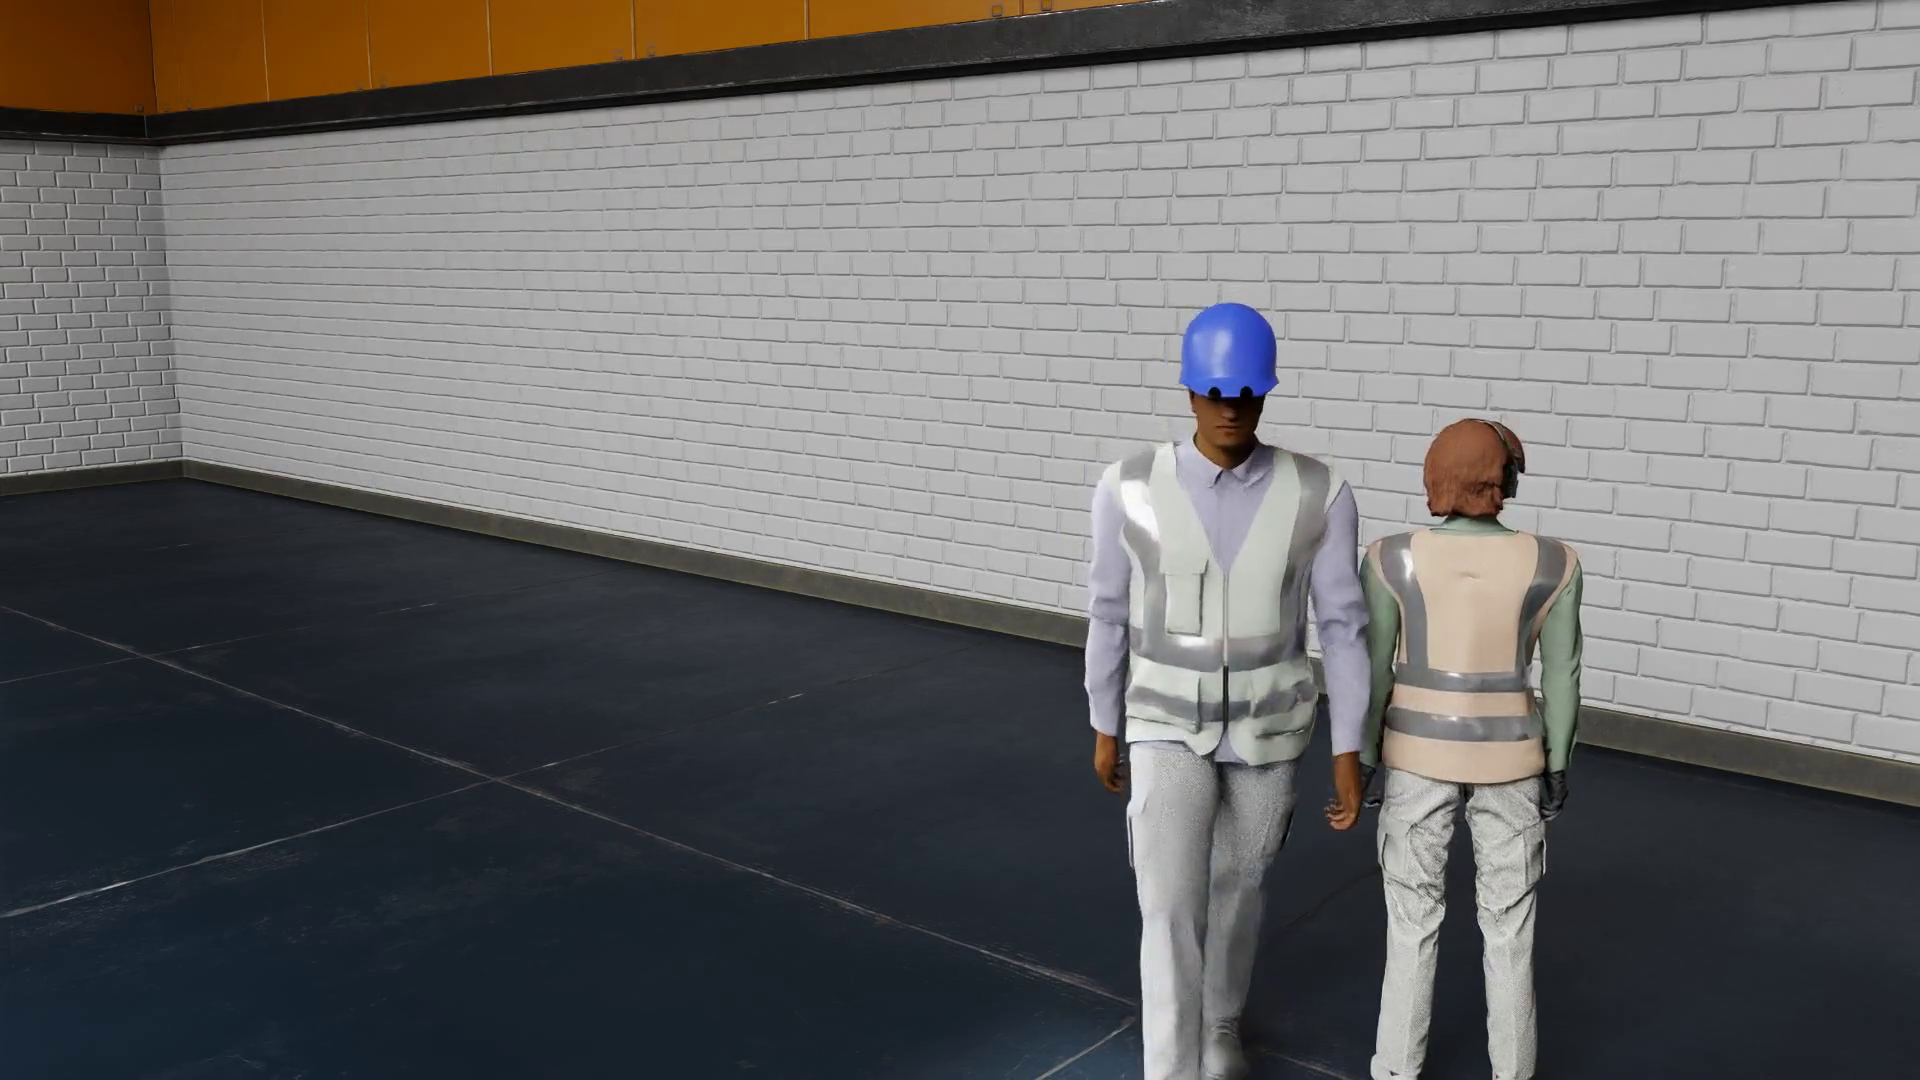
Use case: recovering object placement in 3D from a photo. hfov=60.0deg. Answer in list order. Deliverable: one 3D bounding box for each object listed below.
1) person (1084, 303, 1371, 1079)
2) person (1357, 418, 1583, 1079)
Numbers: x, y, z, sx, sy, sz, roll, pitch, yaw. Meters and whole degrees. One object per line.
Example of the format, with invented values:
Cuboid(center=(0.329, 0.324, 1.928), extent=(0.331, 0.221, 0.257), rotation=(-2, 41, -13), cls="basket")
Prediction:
Cuboid(center=(0.586, 0.442, 3.662), extent=(0.616, 1.888, 1.031), rotation=(1, 10, 3), cls="person")
Cuboid(center=(1.166, 0.536, 3.881), extent=(0.516, 1.636, 0.314), rotation=(2, 10, 10), cls="person")
